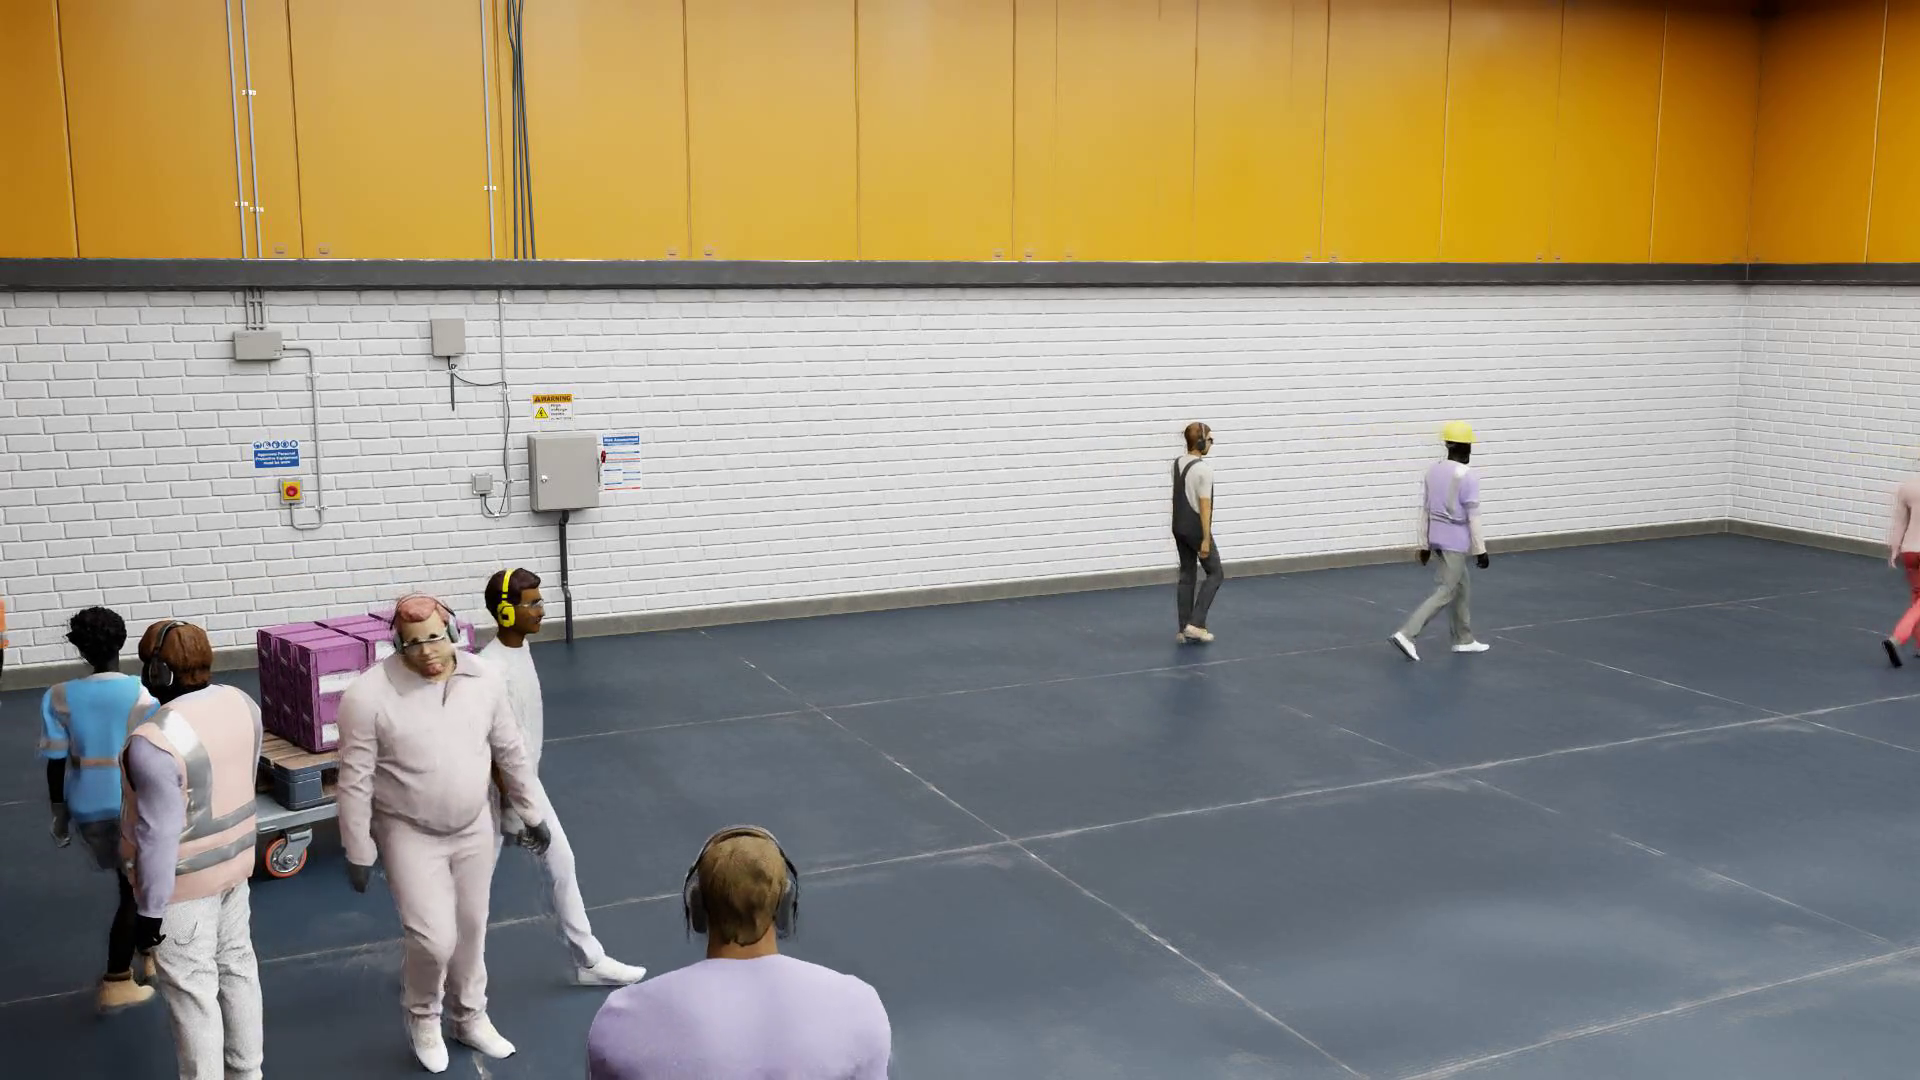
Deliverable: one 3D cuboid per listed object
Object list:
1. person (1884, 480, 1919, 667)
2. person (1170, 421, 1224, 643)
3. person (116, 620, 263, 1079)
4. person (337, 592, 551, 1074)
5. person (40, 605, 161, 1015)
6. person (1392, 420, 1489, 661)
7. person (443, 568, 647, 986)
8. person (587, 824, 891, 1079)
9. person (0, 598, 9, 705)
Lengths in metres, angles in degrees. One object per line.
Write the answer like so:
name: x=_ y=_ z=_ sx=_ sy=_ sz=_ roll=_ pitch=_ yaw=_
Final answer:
person: x=7.437 y=0.104 z=12.870 sx=0.791 sy=1.745 sz=0.536 roll=-4 pitch=10 yaw=-25
person: x=1.938 y=-0.055 z=13.560 sx=0.440 sy=1.827 sz=0.536 roll=-6 pitch=11 yaw=-31
person: x=-2.695 y=1.185 z=5.831 sx=0.429 sy=1.842 sz=0.634 roll=1 pitch=9 yaw=7
person: x=-1.923 y=1.101 z=6.267 sx=0.426 sy=1.877 sz=0.761 roll=7 pitch=12 yaw=39
person: x=-3.471 y=1.097 z=6.902 sx=0.532 sy=1.670 sz=0.581 roll=0 pitch=9 yaw=3
person: x=3.802 y=0.002 z=13.037 sx=0.917 sy=1.892 sz=0.588 roll=-2 pitch=9 yaw=-15
person: x=-1.874 y=1.015 z=6.966 sx=1.007 sy=1.821 sz=0.532 roll=1 pitch=9 yaw=6
person: x=-0.473 y=1.538 z=3.567 sx=0.647 sy=1.884 sz=1.044 roll=-2 pitch=9 yaw=-15
person: x=-5.342 y=0.797 z=8.840 sx=0.526 sy=1.634 sz=0.853 roll=-6 pitch=11 yaw=-32
